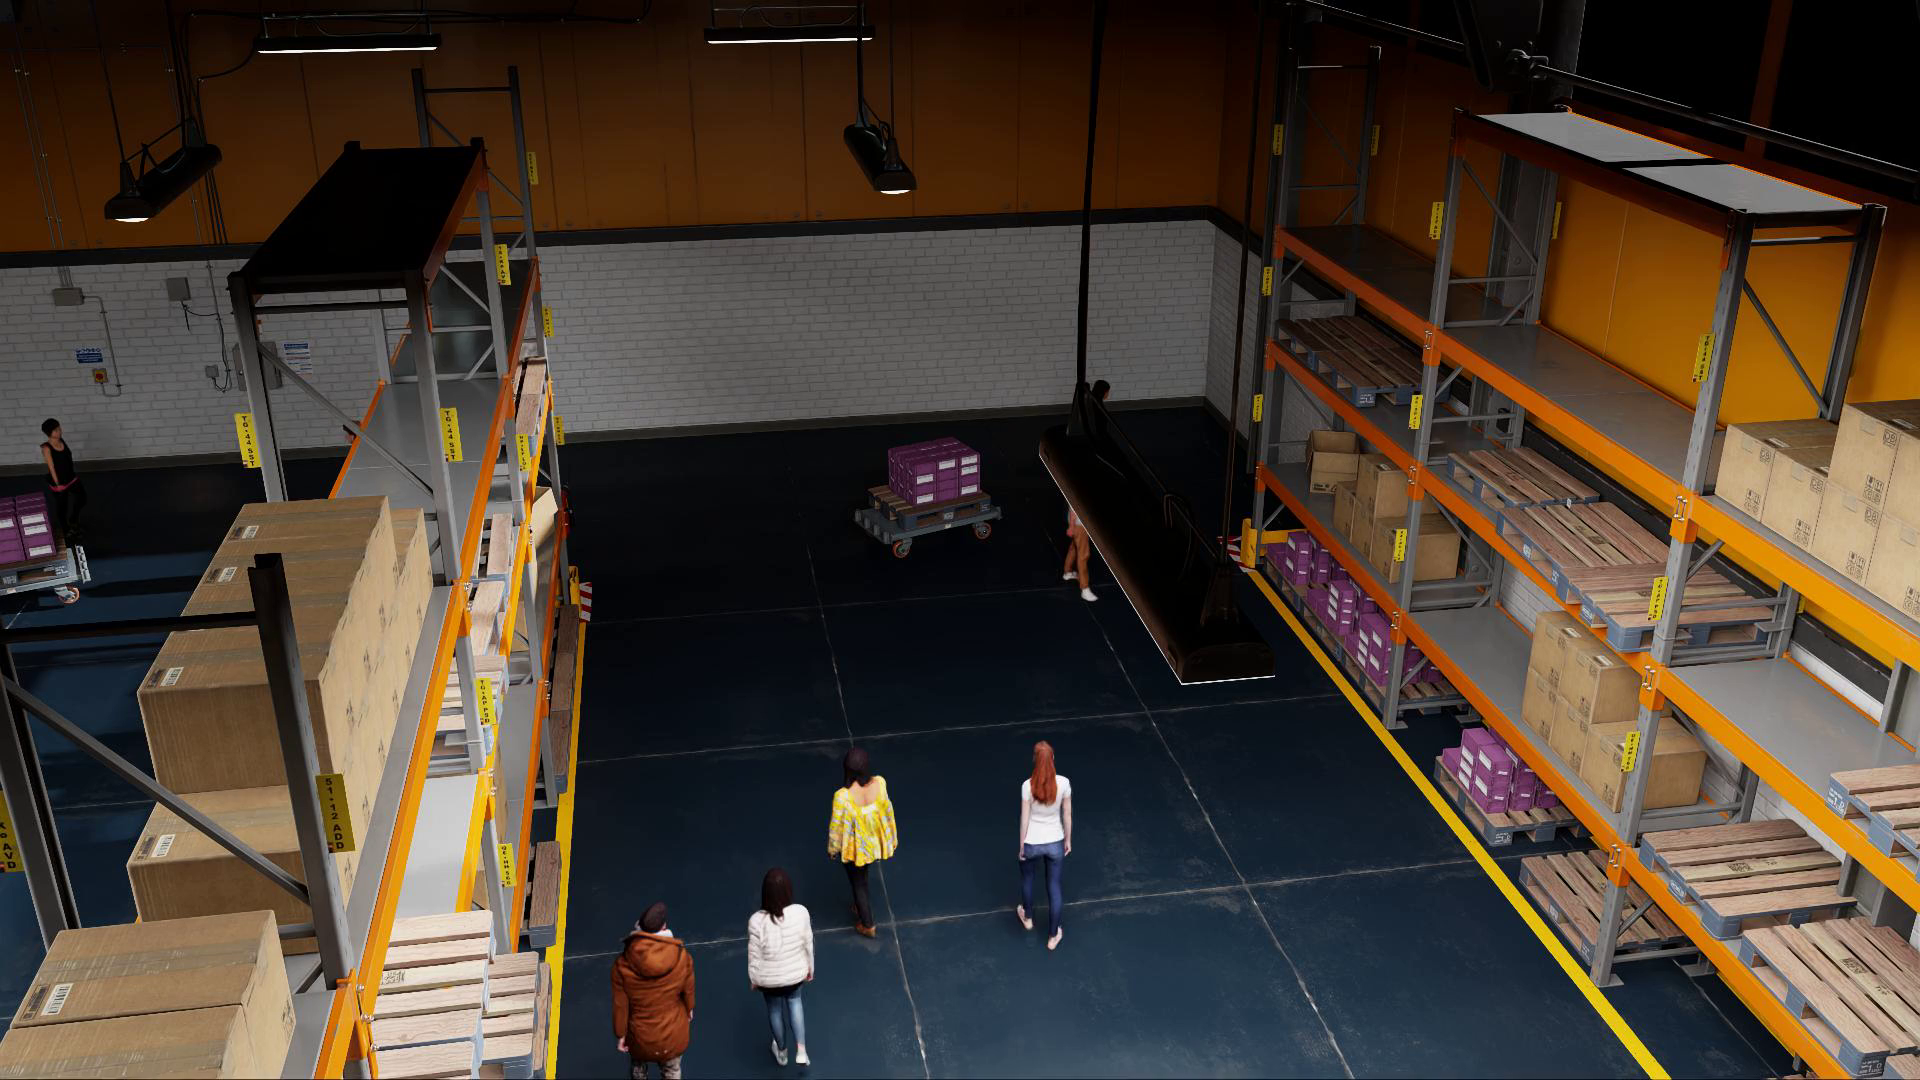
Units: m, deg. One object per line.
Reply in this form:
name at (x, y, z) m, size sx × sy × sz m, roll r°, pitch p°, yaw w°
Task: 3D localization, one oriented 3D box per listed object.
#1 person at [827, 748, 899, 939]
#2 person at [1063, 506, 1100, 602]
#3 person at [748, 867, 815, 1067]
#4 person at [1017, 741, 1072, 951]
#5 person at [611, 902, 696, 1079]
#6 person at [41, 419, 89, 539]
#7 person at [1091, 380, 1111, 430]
person at (-0.731, 2.434, 13.081) m, size 0.847 × 1.634 × 0.888 m, roll -18°, pitch 29°, yaw -35°
person at (1.372, -0.253, 19.046) m, size 1.123 × 1.779 × 1.067 m, roll 9°, pitch 25°, yaw 21°
person at (-1.243, 3.061, 11.656) m, size 0.696 × 1.627 × 0.810 m, roll -9°, pitch 25°, yaw -19°
person at (0.653, 2.420, 13.011) m, size 0.581 × 1.716 × 0.756 m, roll -2°, pitch 24°, yaw -4°
person at (-1.985, 3.279, 10.944) m, size 0.792 × 1.799 × 1.043 m, roll -8°, pitch 25°, yaw -17°
person at (-11.133, -0.761, 20.506) m, size 0.684 × 1.541 × 0.600 m, roll 5°, pitch 24°, yaw 12°
person at (1.751, -1.294, 21.603) m, size 0.677 × 1.640 × 0.508 m, roll 1°, pitch 24°, yaw 3°
